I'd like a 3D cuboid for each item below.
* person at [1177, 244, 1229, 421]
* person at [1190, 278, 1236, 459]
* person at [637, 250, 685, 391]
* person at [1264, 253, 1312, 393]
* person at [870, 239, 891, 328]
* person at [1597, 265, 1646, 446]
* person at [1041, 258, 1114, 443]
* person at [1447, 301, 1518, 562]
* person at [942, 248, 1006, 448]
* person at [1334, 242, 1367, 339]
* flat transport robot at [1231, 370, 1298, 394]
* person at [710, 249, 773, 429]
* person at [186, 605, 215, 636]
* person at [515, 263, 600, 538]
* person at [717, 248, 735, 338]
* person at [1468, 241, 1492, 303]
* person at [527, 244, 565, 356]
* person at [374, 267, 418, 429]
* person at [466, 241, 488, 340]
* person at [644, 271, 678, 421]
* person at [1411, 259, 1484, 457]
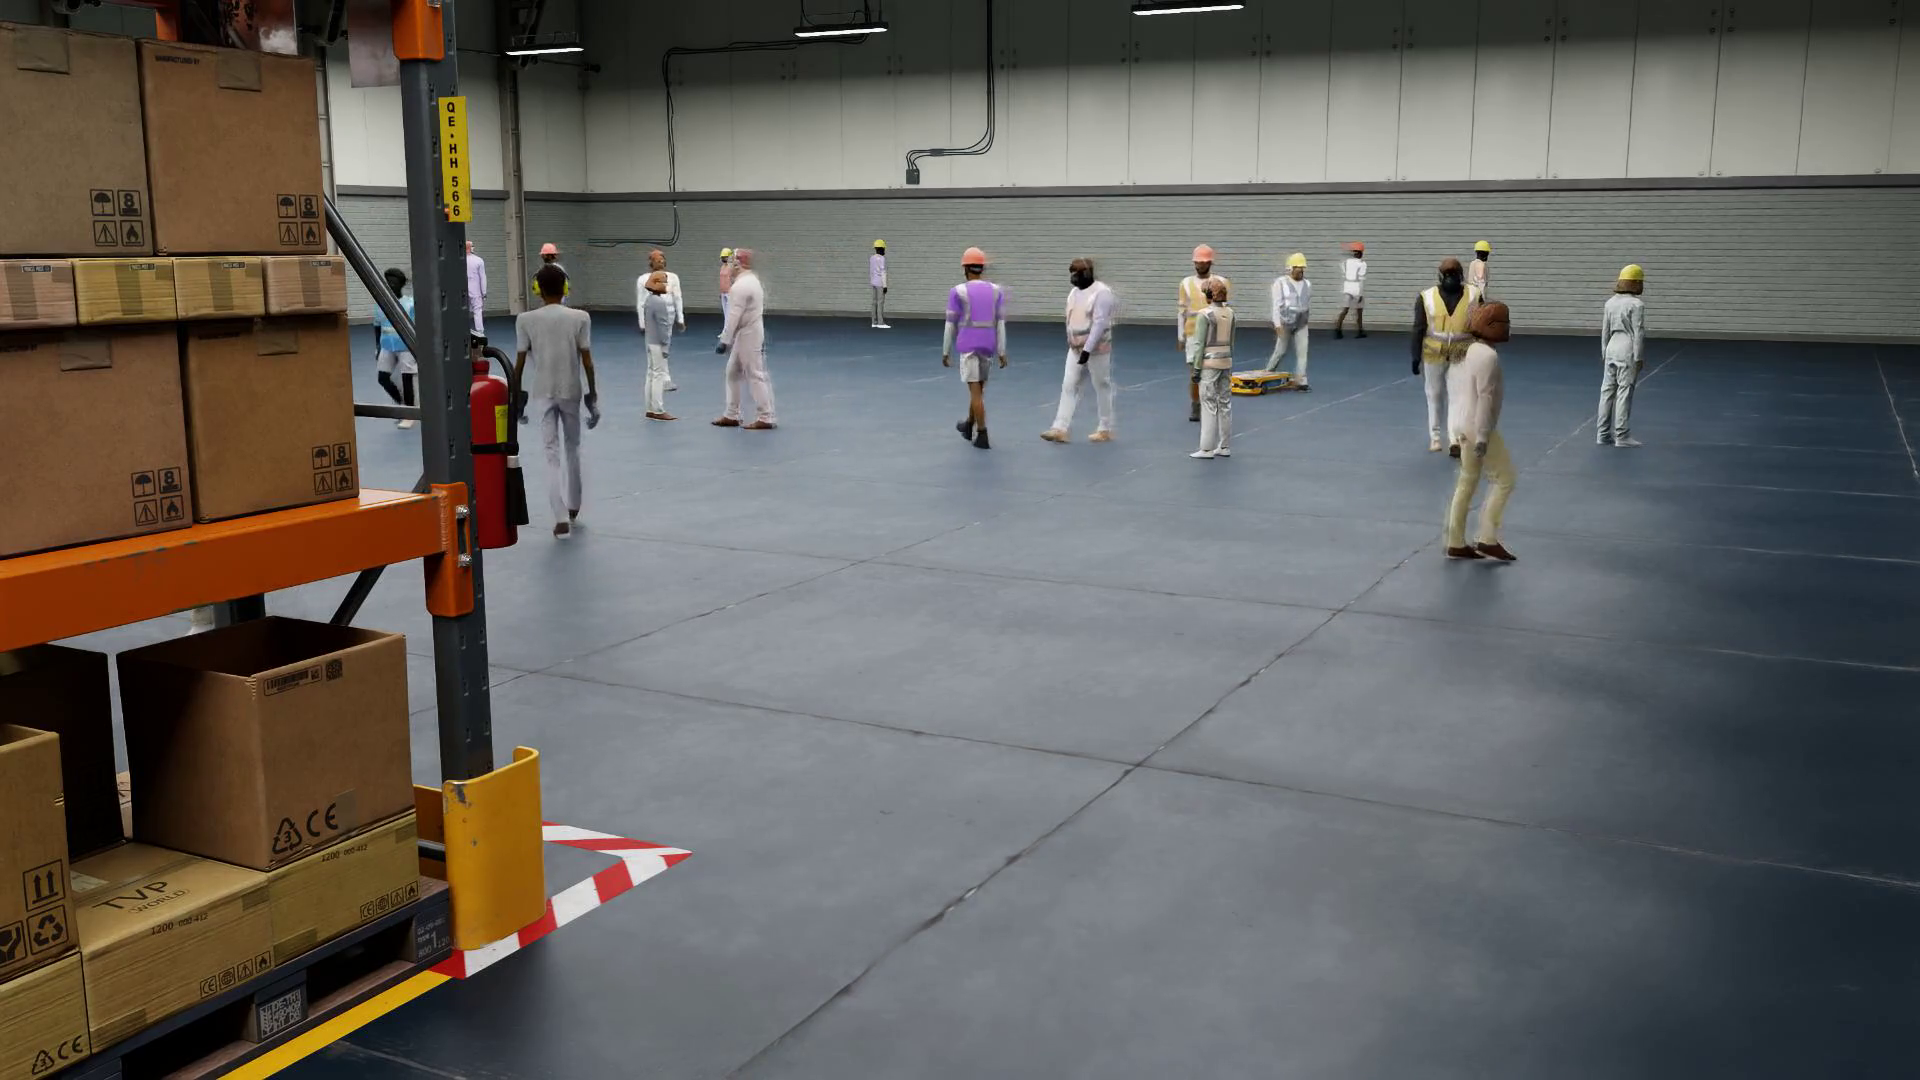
[{"bbox_3d":[2.639,-2.251,18.130,0.548,1.927,0.441,4,11,19],"label":"person"},{"bbox_3d":[2.312,-1.553,15.125,0.512,1.635,0.311,-10,14,-43],"label":"person"},{"bbox_3d":[-3.989,-2.911,21.995,0.573,1.843,0.983,-7,13,-35],"label":"person"},{"bbox_3d":[4.295,-2.834,21.658,0.592,1.804,0.808,-3,11,-17],"label":"person"},{"bbox_3d":[-1.756,-5.590,36.327,0.364,1.930,0.588,-6,12,-31],"label":"person"},{"bbox_3d":[6.405,-1.773,16.030,0.325,1.740,0.492,-4,11,-21],"label":"person"},{"bbox_3d":[1.160,-1.830,16.176,0.908,1.792,0.614,-8,13,-37],"label":"person"},{"bbox_3d":[3.305,-0.663,10.300,0.517,1.617,0.522,1,10,3],"label":"person"},{"bbox_3d":[0.094,-1.860,16.077,0.574,1.891,0.948,-5,11,-24],"label":"person"},{"bbox_3d":[7.677,-4.881,32.560,0.560,1.907,0.909,10,14,43],"label":"person"},{"bbox_3d":[3.809,-2.060,21.604,0.652,0.197,1.431,8,13,36],"label":"flat transport robot"},{"bbox_3d":[-2.340,-2.082,17.355,0.818,1.873,0.651,0,10,0],"label":"person"},{"bbox_3d":[-3.765,-0.281,8.205,0.550,1.626,0.384,1,10,4],"label":"person"},{"bbox_3d":[-2.774,-0.965,11.390,0.564,1.820,0.948,-3,11,-15],"label":"person"},{"bbox_3d":[-4.588,-4.871,32.846,0.305,1.772,0.525,-9,14,-39],"label":"person"},{"bbox_3d":[8.983,-4.209,28.806,0.363,1.927,0.587,0,10,0],"label":"person"},{"bbox_3d":[-6.803,-4.003,27.822,1.021,1.885,0.560,-2,11,-10],"label":"person"},{"bbox_3d":[-5.875,-2.000,17.398,0.553,1.684,0.362,1,10,8],"label":"person"},{"bbox_3d":[-9.435,-4.795,32.065,0.646,1.904,0.401,0,10,2],"label":"person"},{"bbox_3d":[-3.313,-2.129,18.267,0.286,1.631,0.502,-6,12,-28],"label":"person"},{"bbox_3d":[4.487,-1.672,15.337,0.651,1.791,0.955,3,11,15],"label":"person"}]
